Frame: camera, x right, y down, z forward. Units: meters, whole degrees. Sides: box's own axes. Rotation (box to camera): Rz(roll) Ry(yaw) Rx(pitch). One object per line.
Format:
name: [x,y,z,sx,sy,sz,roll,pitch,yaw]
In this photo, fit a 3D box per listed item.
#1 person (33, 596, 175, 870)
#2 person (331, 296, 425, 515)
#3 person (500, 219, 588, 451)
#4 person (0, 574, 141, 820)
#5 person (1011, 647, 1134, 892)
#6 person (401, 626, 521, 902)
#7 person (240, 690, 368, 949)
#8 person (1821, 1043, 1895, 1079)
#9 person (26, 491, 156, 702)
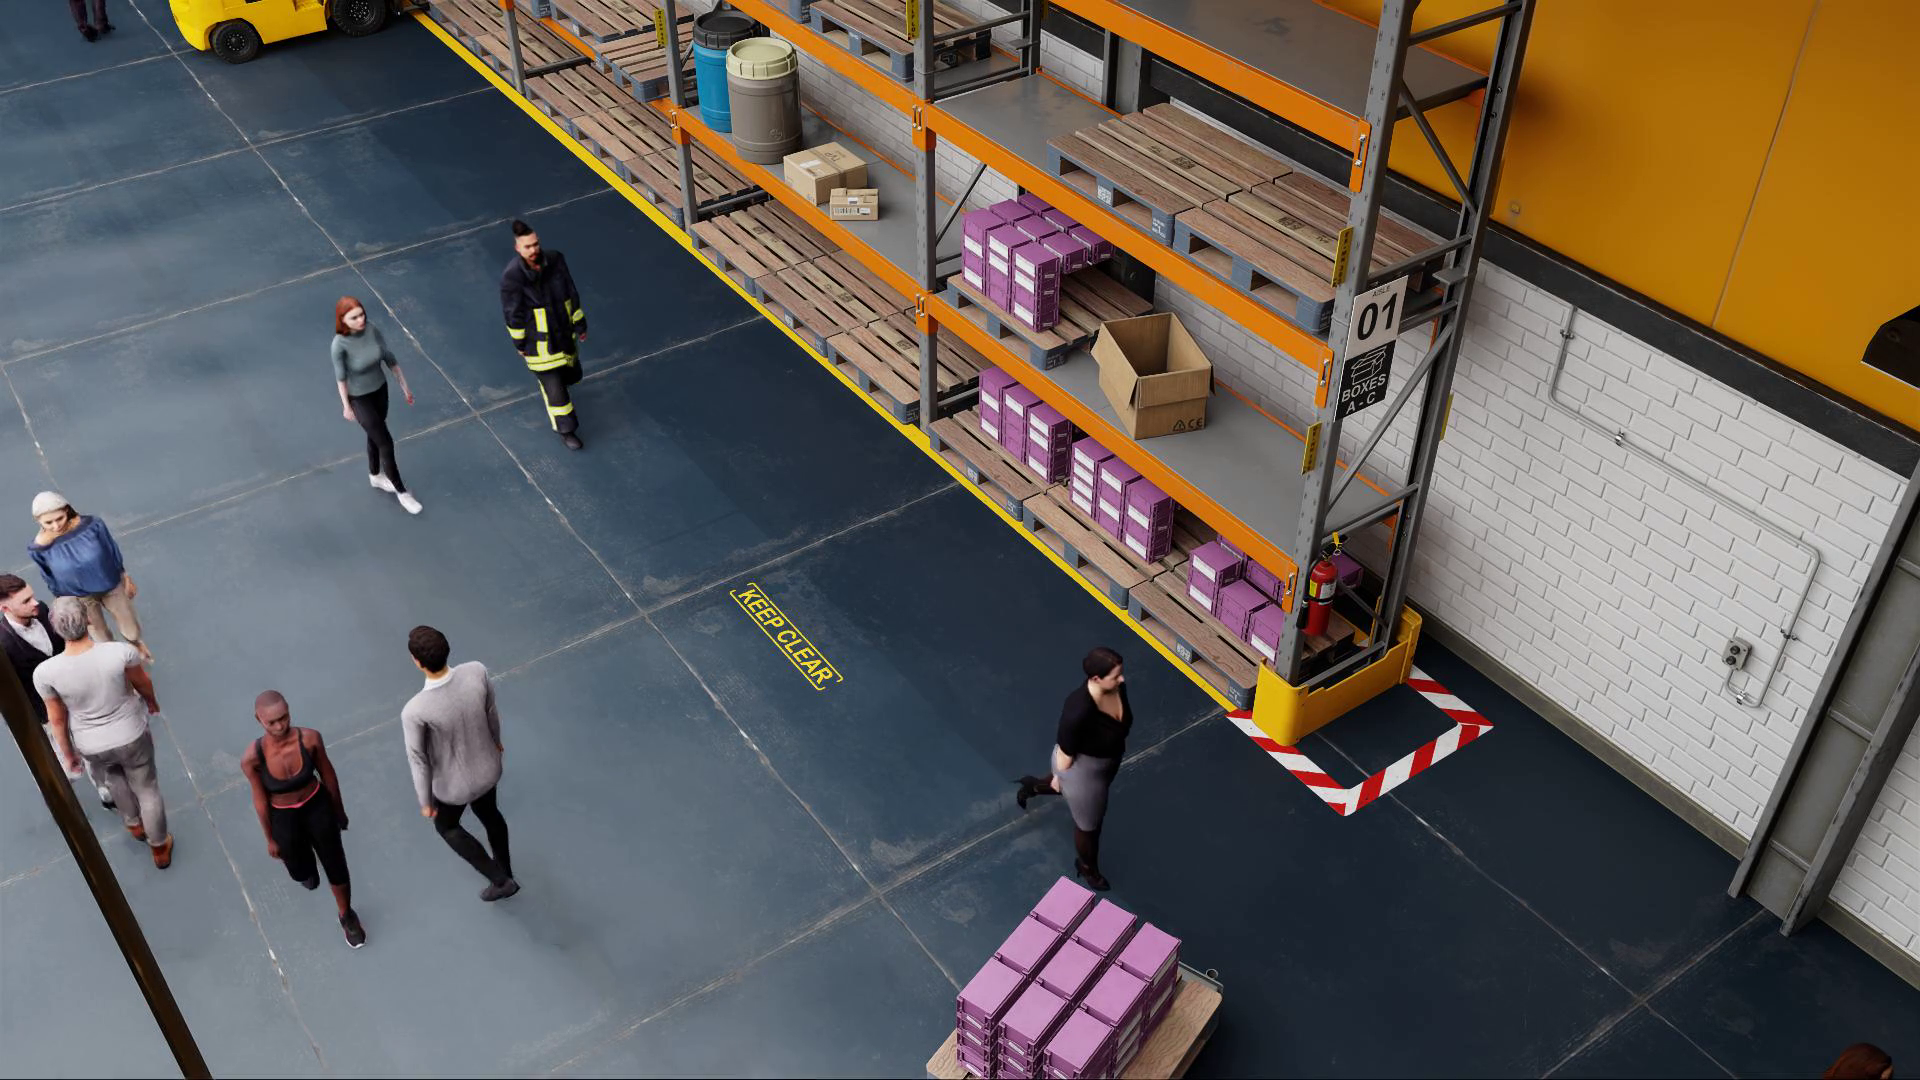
person: [-4.705,1.164,9.277,0.788,1.796,0.852,-14,41,-16]
person: [-4.347,-1.044,12.104,0.976,1.719,0.822,18,42,21]
person: [-3.184,-1.641,12.754,0.835,1.839,1.075,-30,47,-32]
person: [-5.257,0.915,9.564,0.960,1.828,0.903,7,39,9]
person: [0.622,1.213,9.269,1.112,1.730,0.872,24,45,27]
person: [-2.634,1.291,9.029,0.923,1.908,0.918,25,45,28]
person: [-3.563,1.439,8.972,0.645,1.747,0.906,-20,43,-23]
person: [3.872,2.752,7.538,0.561,1.484,0.590,29,47,31]
person: [-5.455,0.300,10.449,0.624,1.683,0.701,-29,47,-31]
